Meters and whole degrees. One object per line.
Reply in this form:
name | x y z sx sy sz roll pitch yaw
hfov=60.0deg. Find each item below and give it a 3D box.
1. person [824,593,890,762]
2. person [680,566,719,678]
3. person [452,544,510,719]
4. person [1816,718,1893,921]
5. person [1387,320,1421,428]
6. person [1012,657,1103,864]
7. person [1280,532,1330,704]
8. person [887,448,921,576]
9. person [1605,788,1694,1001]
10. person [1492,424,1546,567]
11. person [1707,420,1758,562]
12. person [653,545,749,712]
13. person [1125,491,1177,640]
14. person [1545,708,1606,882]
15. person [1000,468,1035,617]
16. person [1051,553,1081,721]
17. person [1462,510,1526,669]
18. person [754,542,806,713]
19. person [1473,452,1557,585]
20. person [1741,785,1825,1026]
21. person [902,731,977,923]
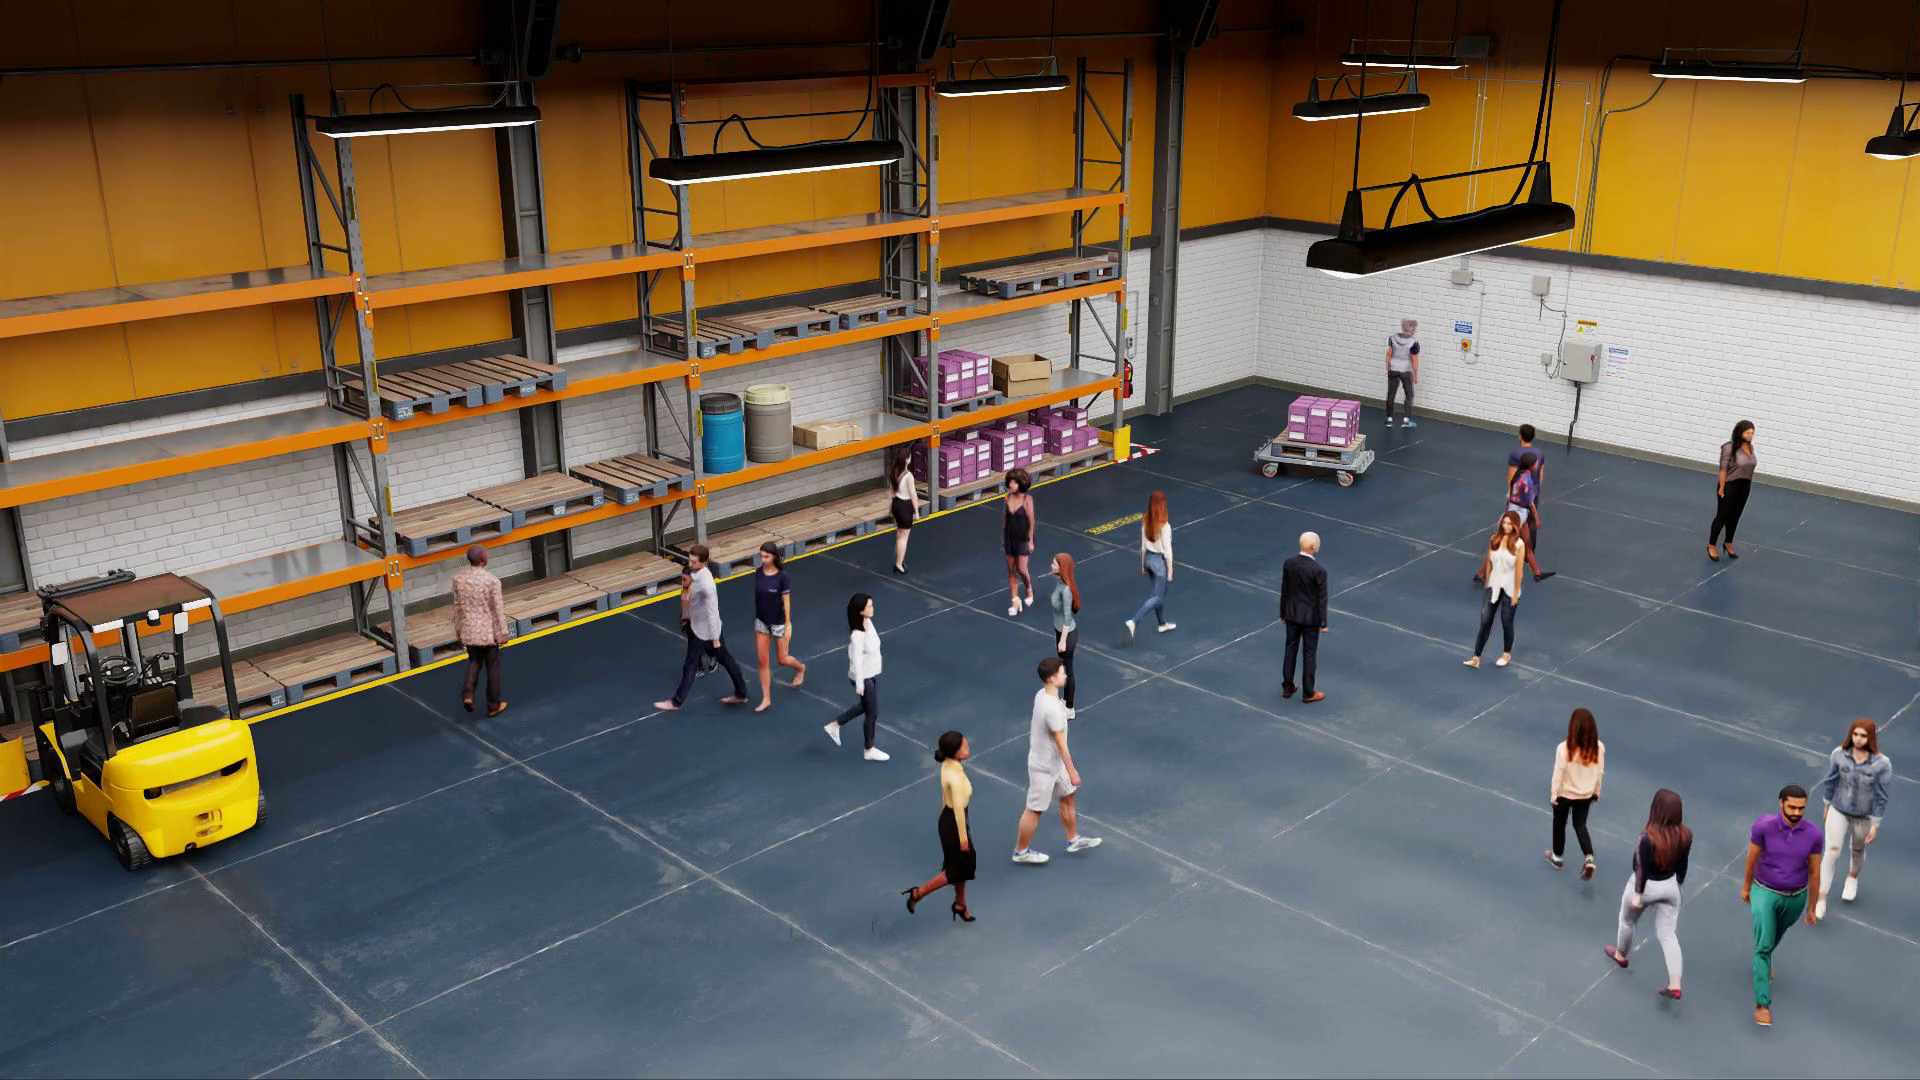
person | -0.986 1.289 15.727 0.965 1.683 0.927 2 19 6
person | -2.767 0.859 17.695 0.542 1.242 0.633 15 24 37
person | -4.813 0.940 16.588 0.866 1.795 0.910 4 19 11
person | 7.088 2.166 13.163 0.759 1.658 1.154 12 22 33
person | 7.310 -2.770 27.589 0.777 1.806 0.616 9 21 24
person | 0.623 1.859 13.812 1.115 1.825 1.053 0 19 1
person | 3.516 0.786 17.042 0.681 1.797 0.577 16 25 40
person | -0.775 -0.330 20.607 0.575 1.637 0.577 17 25 41
person | 5.078 2.583 12.057 1.085 1.574 1.042 -4 19 -11
person | 7.196 -0.539 21.067 1.133 1.740 1.163 -1 19 -3
person | 9.863 -0.650 21.243 0.666 1.838 0.789 -8 20 -21
person | -2.460 0.907 16.695 1.339 1.789 1.207 -2 19 -6
person | 2.143 0.308 18.608 1.087 1.705 0.702 -13 23 -34
person | 5.070 2.110 13.634 0.896 1.464 0.922 -2 19 -6
person | 0.717 0.004 19.390 0.652 1.782 0.728 10 21 28
person | 1.045 0.957 16.622 0.720 1.742 0.652 1 19 2
person | 5.882 0.532 17.857 0.948 1.760 0.641 -16 25 -40
person | -1.853 0.842 16.966 0.804 1.739 1.101 9 21 25
person | 6.639 -0.208 20.168 1.167 1.685 1.174 1 19 4
person | 5.880 2.524 11.997 1.058 1.723 1.283 4 19 13
person | -0.112 2.269 12.886 0.920 1.641 0.833 -2 19 -7
